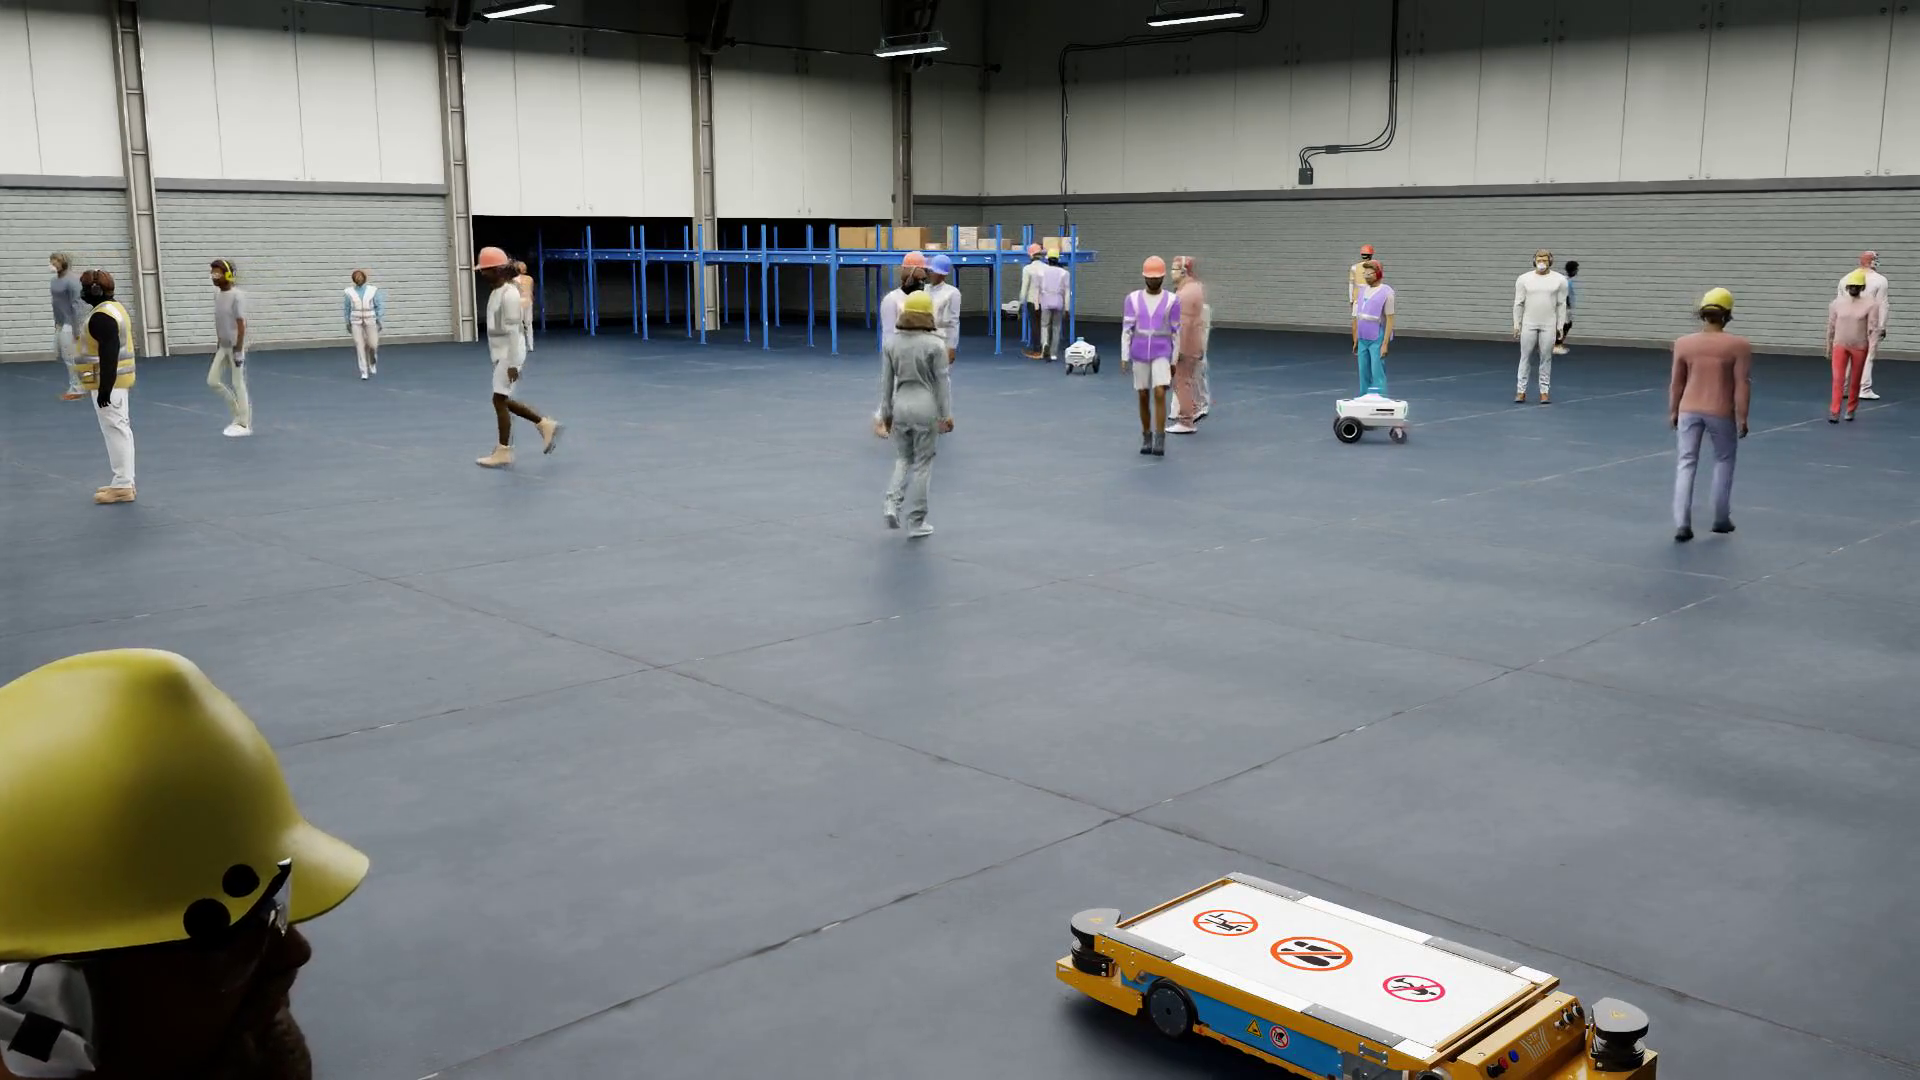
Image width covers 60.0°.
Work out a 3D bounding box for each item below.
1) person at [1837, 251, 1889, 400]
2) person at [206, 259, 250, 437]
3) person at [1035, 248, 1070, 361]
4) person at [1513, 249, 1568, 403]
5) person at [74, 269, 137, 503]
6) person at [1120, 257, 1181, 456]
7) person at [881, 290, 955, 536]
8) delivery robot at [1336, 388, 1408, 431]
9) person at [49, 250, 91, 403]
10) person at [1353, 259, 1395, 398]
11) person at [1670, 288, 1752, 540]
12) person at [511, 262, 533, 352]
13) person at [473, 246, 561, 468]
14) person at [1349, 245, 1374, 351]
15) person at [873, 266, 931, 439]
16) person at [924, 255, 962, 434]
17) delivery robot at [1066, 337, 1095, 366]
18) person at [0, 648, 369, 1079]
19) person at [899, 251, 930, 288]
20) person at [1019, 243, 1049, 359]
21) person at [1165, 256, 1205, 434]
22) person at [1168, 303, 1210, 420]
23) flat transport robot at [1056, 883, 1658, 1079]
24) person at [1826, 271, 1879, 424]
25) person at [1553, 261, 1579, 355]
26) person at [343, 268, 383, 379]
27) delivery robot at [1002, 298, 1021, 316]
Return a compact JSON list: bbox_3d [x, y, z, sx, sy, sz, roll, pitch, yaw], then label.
[{"bbox_3d":[11.710,-2.781,21.567,0.401,1.904,0.649,-6,12,-31],"label":"person"},{"bbox_3d":[-7.718,-2.015,17.517,0.561,1.855,0.400,7,13,34],"label":"person"},{"bbox_3d":[1.551,-3.955,27.986,0.591,1.906,0.652,0,10,1],"label":"person"},{"bbox_3d":[7.338,-2.709,21.080,0.634,1.937,0.355,3,11,17],"label":"person"},{"bbox_3d":[-6.828,-1.236,13.310,0.429,1.842,0.635,-4,11,-20],"label":"person"},{"bbox_3d":[1.818,-1.749,15.948,0.554,1.895,0.911,2,11,13],"label":"person"},{"bbox_3d":[-0.296,-0.892,11.748,0.488,1.728,0.351,6,12,28],"label":"person"},{"bbox_3d":[4.264,-1.335,17.221,0.707,0.478,0.477,2,11,9],"label":"delivery robot"},{"bbox_3d":[-11.322,-2.734,21.264,0.643,1.919,0.566,9,14,41],"label":"person"},{"bbox_3d":[4.641,-2.219,18.677,0.390,1.840,0.562,-5,12,-25],"label":"person"},{"bbox_3d":[5.274,-0.883,11.662,0.566,1.739,0.740,9,13,39],"label":"person"},{"bbox_3d":[-7.928,-4.212,30.111,0.345,1.638,0.520,6,12,31],"label":"person"},{"bbox_3d":[-4.111,-1.694,15.351,0.753,2.015,0.605,-6,12,-29],"label":"person"},{"bbox_3d":[7.401,-4.422,30.422,0.551,1.935,0.372,7,12,32],"label":"person"},{"bbox_3d":[-0.557,-1.826,16.621,0.634,1.812,0.586,-10,15,-44],"label":"person"},{"bbox_3d":[-0.290,-2.100,17.864,0.707,1.908,0.382,8,13,38],"label":"person"},{"bbox_3d":[1.858,-2.883,25.666,0.477,0.478,0.707,3,11,16],"label":"delivery robot"},{"bbox_3d":[-0.575,0.977,1.263,0.403,1.834,0.588,-2,11,-11],"label":"person"},{"bbox_3d":[-0.505,-2.188,18.241,0.362,1.935,0.553,-2,11,-12],"label":"person"},{"bbox_3d":[1.311,-4.138,28.789,0.617,1.997,0.543,-8,13,-37],"label":"person"},{"bbox_3d":[2.372,-2.089,17.818,0.426,1.889,0.676,3,11,15],"label":"person"},{"bbox_3d":[2.683,-2.205,19.277,0.504,1.591,0.884,5,12,27],"label":"person"},{"bbox_3d":[1.002,1.205,4.401,0.652,0.197,1.431,-10,14,-44],"label":"flat transport robot"},{"bbox_3d":[10.098,-2.187,18.839,0.532,1.713,0.927,7,13,35],"label":"person"},{"bbox_3d":[10.782,-4.132,29.578,0.393,1.659,0.574,5,11,25],"label":"person"},{"bbox_3d":[-8.820,-3.200,24.588,0.536,1.625,0.388,-3,11,-18],"label":"person"},{"bbox_3d":[1.388,-5.811,41.629,0.707,0.478,0.477,10,14,43],"label":"delivery robot"}]
